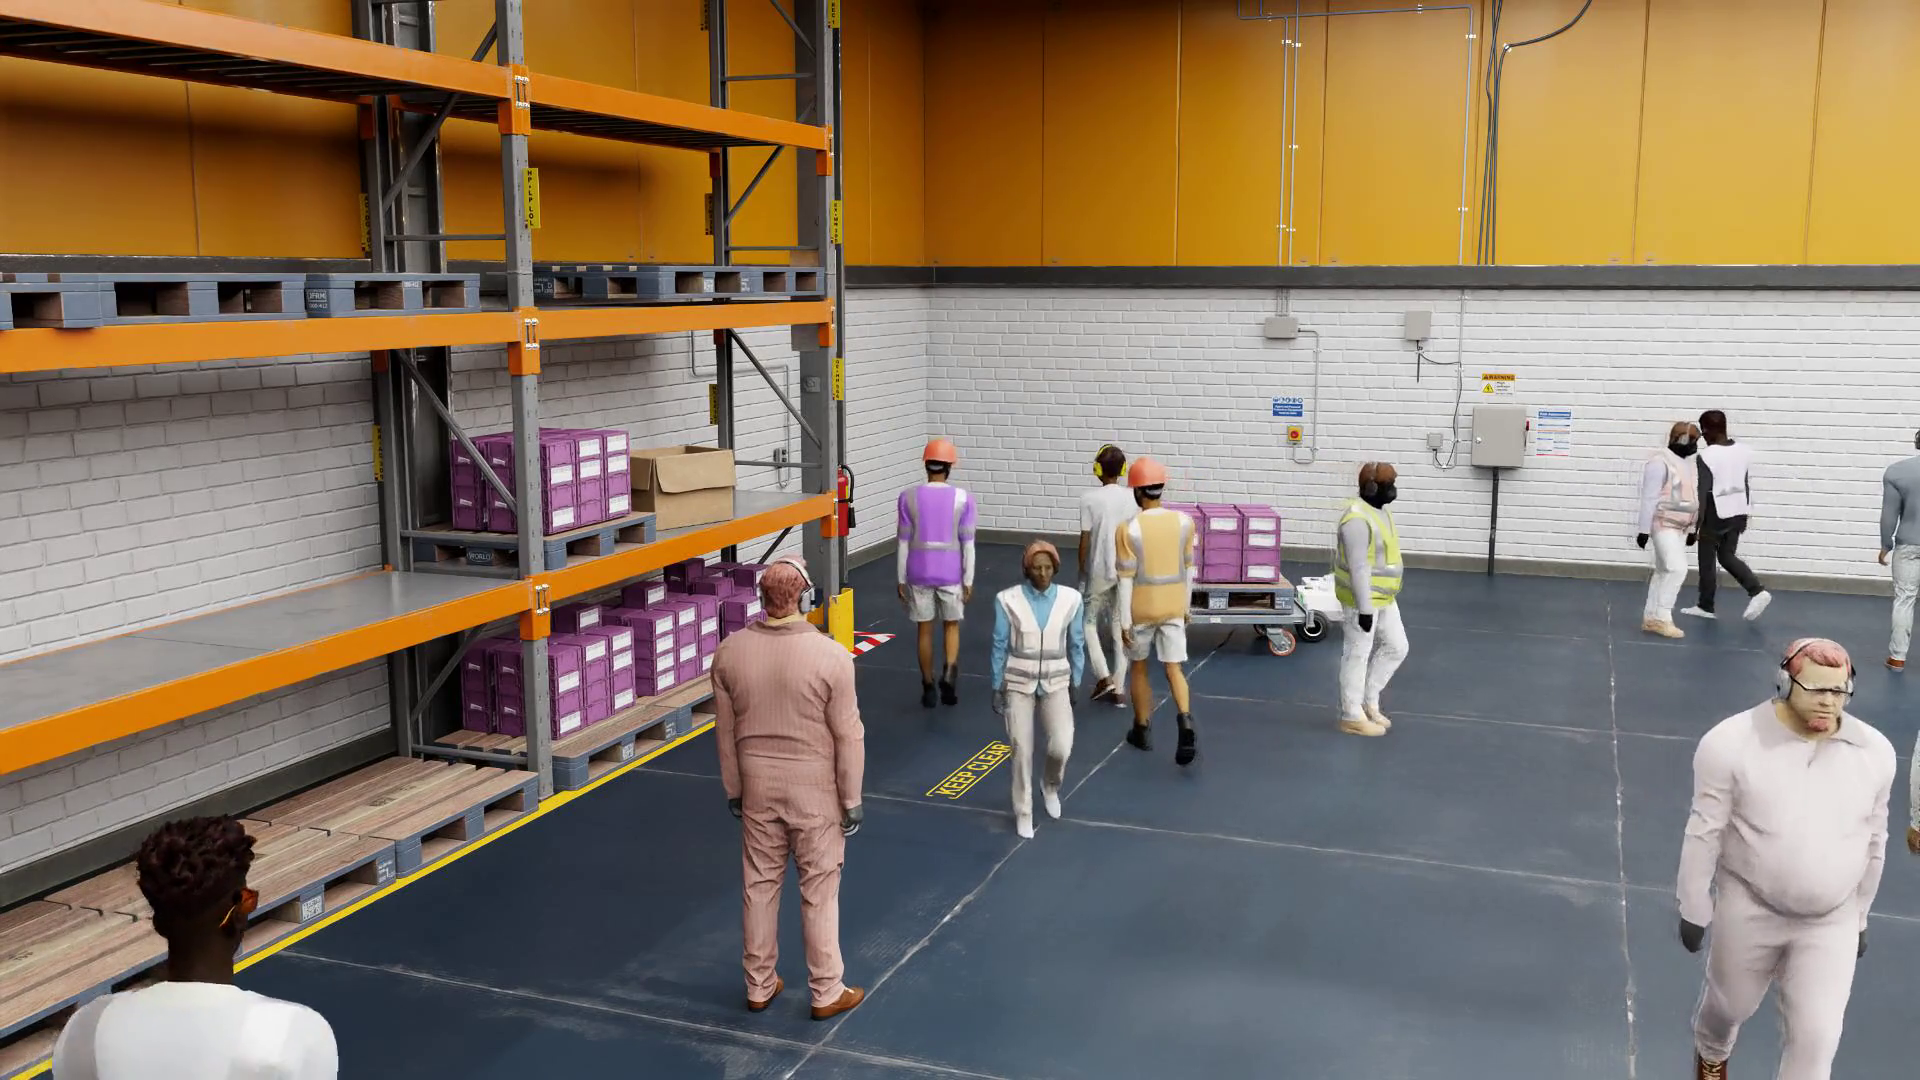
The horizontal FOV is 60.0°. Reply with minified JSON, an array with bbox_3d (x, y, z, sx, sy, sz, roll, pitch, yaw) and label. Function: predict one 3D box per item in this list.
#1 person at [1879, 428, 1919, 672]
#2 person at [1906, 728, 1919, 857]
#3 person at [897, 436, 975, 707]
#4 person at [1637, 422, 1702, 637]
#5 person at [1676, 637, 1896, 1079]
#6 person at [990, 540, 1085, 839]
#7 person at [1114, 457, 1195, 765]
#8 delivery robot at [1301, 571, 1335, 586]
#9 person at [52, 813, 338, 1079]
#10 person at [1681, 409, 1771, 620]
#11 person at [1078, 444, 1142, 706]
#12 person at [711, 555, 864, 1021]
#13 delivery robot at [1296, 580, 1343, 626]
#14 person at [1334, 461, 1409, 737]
[{"bbox_3d":[7.345,0.061,12.672,0.627,1.935,0.372,5,10,27],"label":"person"},{"bbox_3d":[3.880,1.117,6.139,0.626,1.911,0.868,3,9,16],"label":"person"},{"bbox_3d":[-0.173,0.243,11.585,0.550,1.917,0.522,0,9,-2],"label":"person"},{"bbox_3d":[6.022,-0.080,13.953,0.658,1.807,0.593,-7,12,-39],"label":"person"},{"bbox_3d":[2.773,1.215,5.649,0.646,1.871,0.920,2,9,11],"label":"person"},{"bbox_3d":[0.416,0.804,8.985,0.521,1.628,0.380,-1,9,-5],"label":"person"},{"bbox_3d":[1.239,0.443,10.372,0.556,1.907,0.828,-2,9,-13],"label":"person"},{"bbox_3d":[3.303,0.443,14.293,0.707,0.478,0.477,0,9,2],"label":"delivery robot"},{"bbox_3d":[-1.522,1.519,3.455,0.629,1.947,0.522,1,9,8],"label":"person"},{"bbox_3d":[6.689,-0.199,14.512,0.635,1.876,0.742,-5,10,-27],"label":"person"},{"bbox_3d":[1.051,0.254,11.718,0.505,1.858,0.406,-3,9,-16],"label":"person"},{"bbox_3d":[-0.676,1.008,6.795,0.641,1.913,0.408,3,10,19],"label":"person"},{"bbox_3d":[3.171,0.510,13.870,0.707,0.478,0.477,1,9,7],"label":"delivery robot"},{"bbox_3d":[2.703,0.393,10.908,0.479,1.828,0.658,5,11,31],"label":"person"}]
